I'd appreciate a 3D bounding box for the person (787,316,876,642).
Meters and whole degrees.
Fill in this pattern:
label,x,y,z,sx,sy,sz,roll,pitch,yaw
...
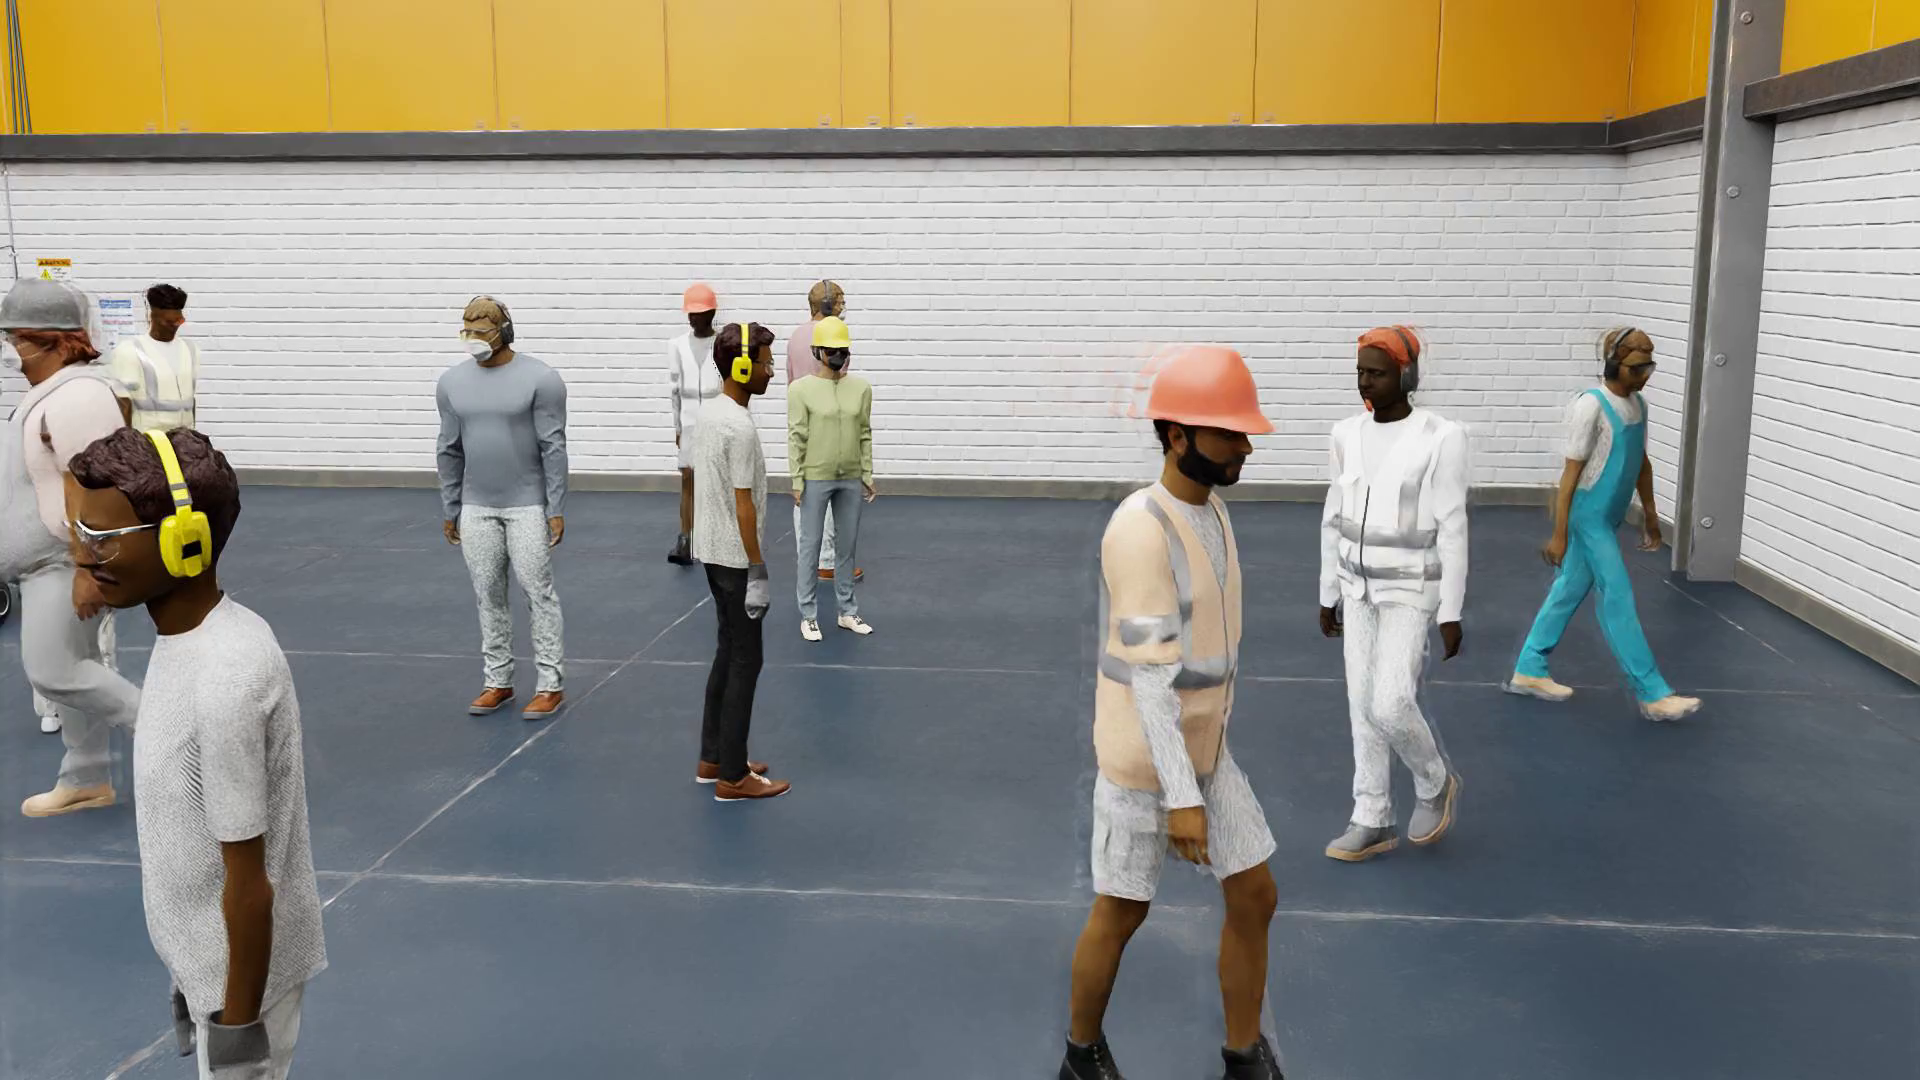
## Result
label,x,y,z,sx,sy,sz,roll,pitch,yaw
person,-0.696,-0.335,9.116,0.525,1.769,0.314,-7,12,-33

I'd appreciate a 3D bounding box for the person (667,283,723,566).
label,x,y,z,sx,sy,sz,roll,pitch,yaw
person,-1.725,-0.770,11.218,0.568,1.888,0.950,2,10,9

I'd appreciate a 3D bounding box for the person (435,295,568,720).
label,x,y,z,sx,sy,sz,roll,pitch,yaw
person,-2.082,-0.145,7.583,0.636,1.928,0.384,2,10,11

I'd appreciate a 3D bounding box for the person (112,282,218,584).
label,x,y,z,sx,sy,sz,roll,pitch,yaw
person,-5.133,-0.667,10.546,0.809,1.931,0.625,4,11,23

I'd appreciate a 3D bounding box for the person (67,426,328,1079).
label,x,y,z,sx,sy,sz,roll,pitch,yaw
person,-1.209,0.736,2.727,0.320,1.860,0.519,-5,11,-26

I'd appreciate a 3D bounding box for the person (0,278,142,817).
label,x,y,z,sx,sy,sz,roll,pitch,yaw
person,-3.296,0.042,6.169,0.628,2.000,0.688,-7,12,-33

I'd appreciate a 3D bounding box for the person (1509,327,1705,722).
label,x,y,z,sx,sy,sz,roll,pitch,yaw
person,2.966,-0.071,7.560,0.933,1.784,0.605,9,14,43

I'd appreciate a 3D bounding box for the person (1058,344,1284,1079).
label,x,y,z,sx,sy,sz,roll,pitch,yaw
person,0.576,0.511,3.879,0.819,1.908,0.566,7,12,35

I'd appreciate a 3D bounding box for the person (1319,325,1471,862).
label,x,y,z,sx,sy,sz,roll,pitch,yaw
person,1.493,0.198,5.761,0.448,1.873,0.609,-7,12,-34

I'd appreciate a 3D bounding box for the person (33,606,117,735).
label,x,y,z,sx,sy,sz,roll,pitch,yaw
person,-3.895,0.049,7.306,0.524,1.631,0.324,-3,10,-15

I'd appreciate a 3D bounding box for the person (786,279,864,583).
label,x,y,z,sx,sy,sz,roll,pitch,yaw
person,-0.876,-0.694,10.678,0.355,1.936,0.637,-7,12,-34

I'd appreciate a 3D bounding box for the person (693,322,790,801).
label,x,y,z,sx,sy,sz,roll,pitch,yaw
person,-0.861,0.089,6.450,0.333,1.854,0.525,-5,11,-25
